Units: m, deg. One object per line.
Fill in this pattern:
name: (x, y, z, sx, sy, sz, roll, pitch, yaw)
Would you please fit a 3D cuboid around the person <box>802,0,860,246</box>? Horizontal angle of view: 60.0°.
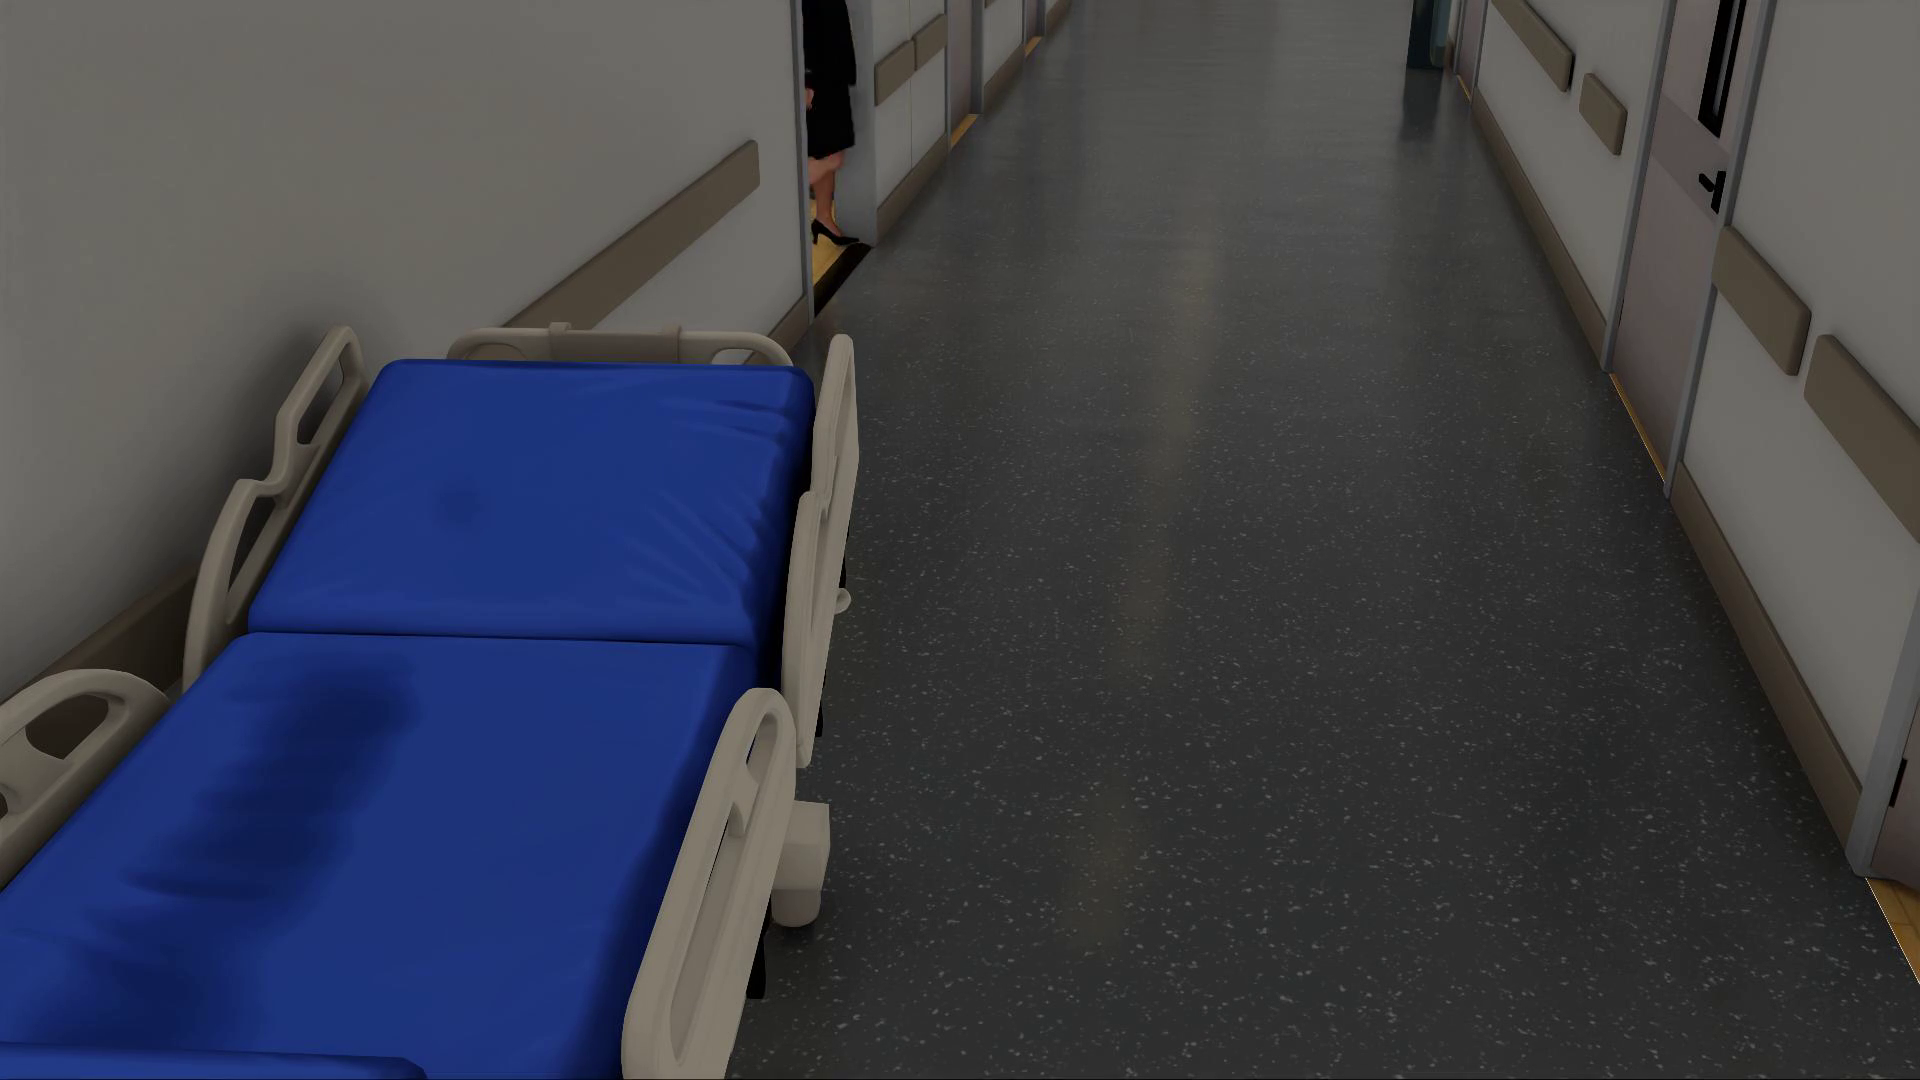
person: (-0.779, -2.294, 8.404, 0.692, 1.662, 0.710, 5, 26, 10)
